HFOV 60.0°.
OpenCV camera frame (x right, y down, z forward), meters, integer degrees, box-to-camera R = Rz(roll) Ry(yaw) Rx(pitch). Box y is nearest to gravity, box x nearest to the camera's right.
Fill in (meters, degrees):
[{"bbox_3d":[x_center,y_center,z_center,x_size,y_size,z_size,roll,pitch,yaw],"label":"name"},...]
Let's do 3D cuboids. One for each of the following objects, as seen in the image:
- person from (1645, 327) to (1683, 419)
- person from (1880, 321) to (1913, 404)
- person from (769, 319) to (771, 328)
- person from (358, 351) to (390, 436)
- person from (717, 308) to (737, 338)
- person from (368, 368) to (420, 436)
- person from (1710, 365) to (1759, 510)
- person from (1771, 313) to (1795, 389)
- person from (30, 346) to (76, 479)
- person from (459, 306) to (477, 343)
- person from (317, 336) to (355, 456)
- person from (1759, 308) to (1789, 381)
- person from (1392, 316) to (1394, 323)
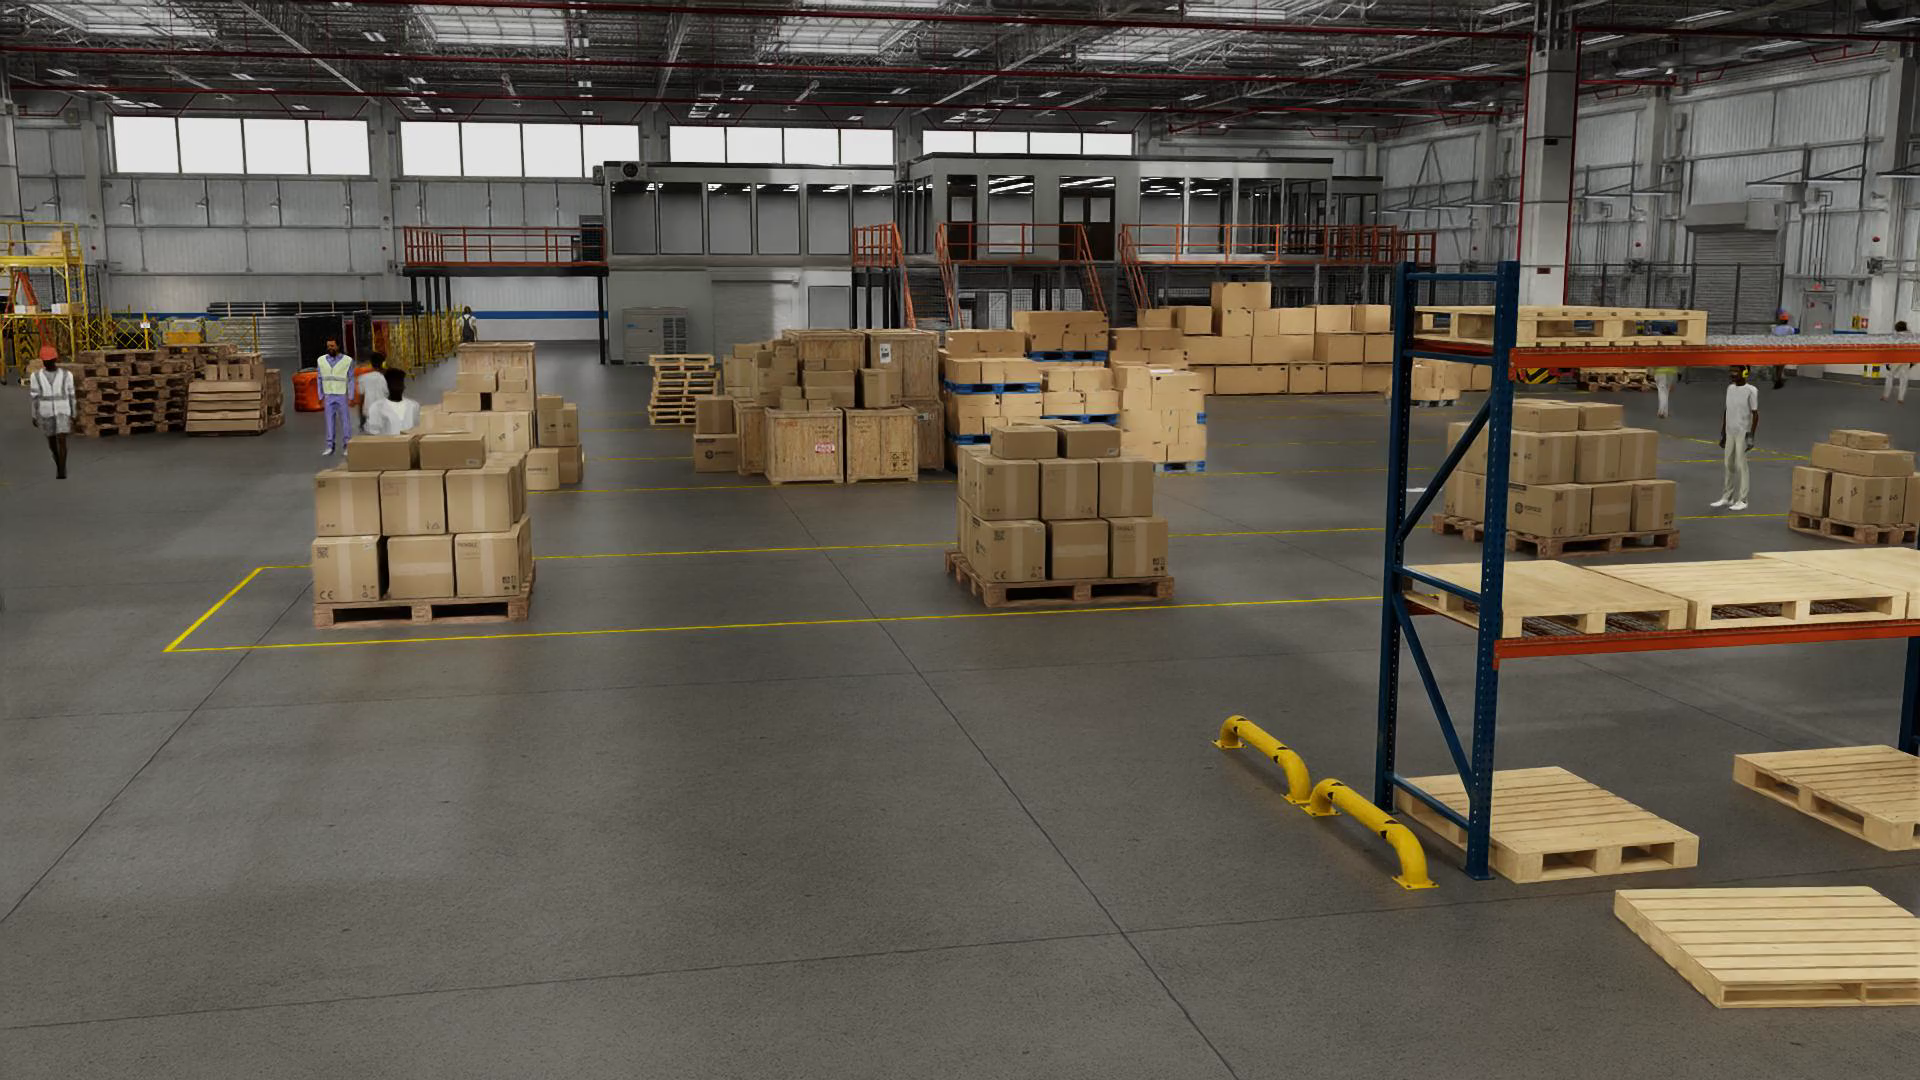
[{"bbox_3d":[14.021,-3.350,33.273,0.666,1.811,0.810,-1,9,-8],"label":"person"},{"bbox_3d":[20.850,-3.946,36.955,0.649,1.809,0.858,2,10,14],"label":"person"},{"bbox_3d":[-6.790,-7.795,60.178,0.328,1.876,0.513,4,10,22],"label":"person"},{"bbox_3d":[-8.054,-1.676,22.979,0.551,1.848,0.451,0,9,1],"label":"person"},{"bbox_3d":[-7.606,-6.807,54.189,0.706,1.866,0.456,-2,10,-13],"label":"person"},{"bbox_3d":[-6.186,-0.934,18.273,0.625,1.911,1.027,-9,13,-43],"label":"person"},{"bbox_3d":[9.647,-1.303,20.640,0.311,1.869,0.530,-3,10,-18],"label":"person"},{"bbox_3d":[20.322,-4.669,41.137,0.552,1.893,1.007,8,12,41],"label":"person"},{"bbox_3d":[-12.980,-1.840,23.841,0.554,1.908,0.843,-4,10,-21],"label":"person"},{"bbox_3d":[-14.808,-6.123,50.115,0.517,1.836,0.341,0,9,-2],"label":"person"},{"bbox_3d":[-9.960,-2.301,26.574,0.587,1.920,0.392,0,9,-2],"label":"person"},{"bbox_3d":[21.701,-5.201,44.237,0.615,1.920,0.895,-2,9,-10],"label":"person"},{"bbox_3d":[12.454,-5.584,47.265,0.912,1.696,0.500,3,10,19],"label":"person"}]
